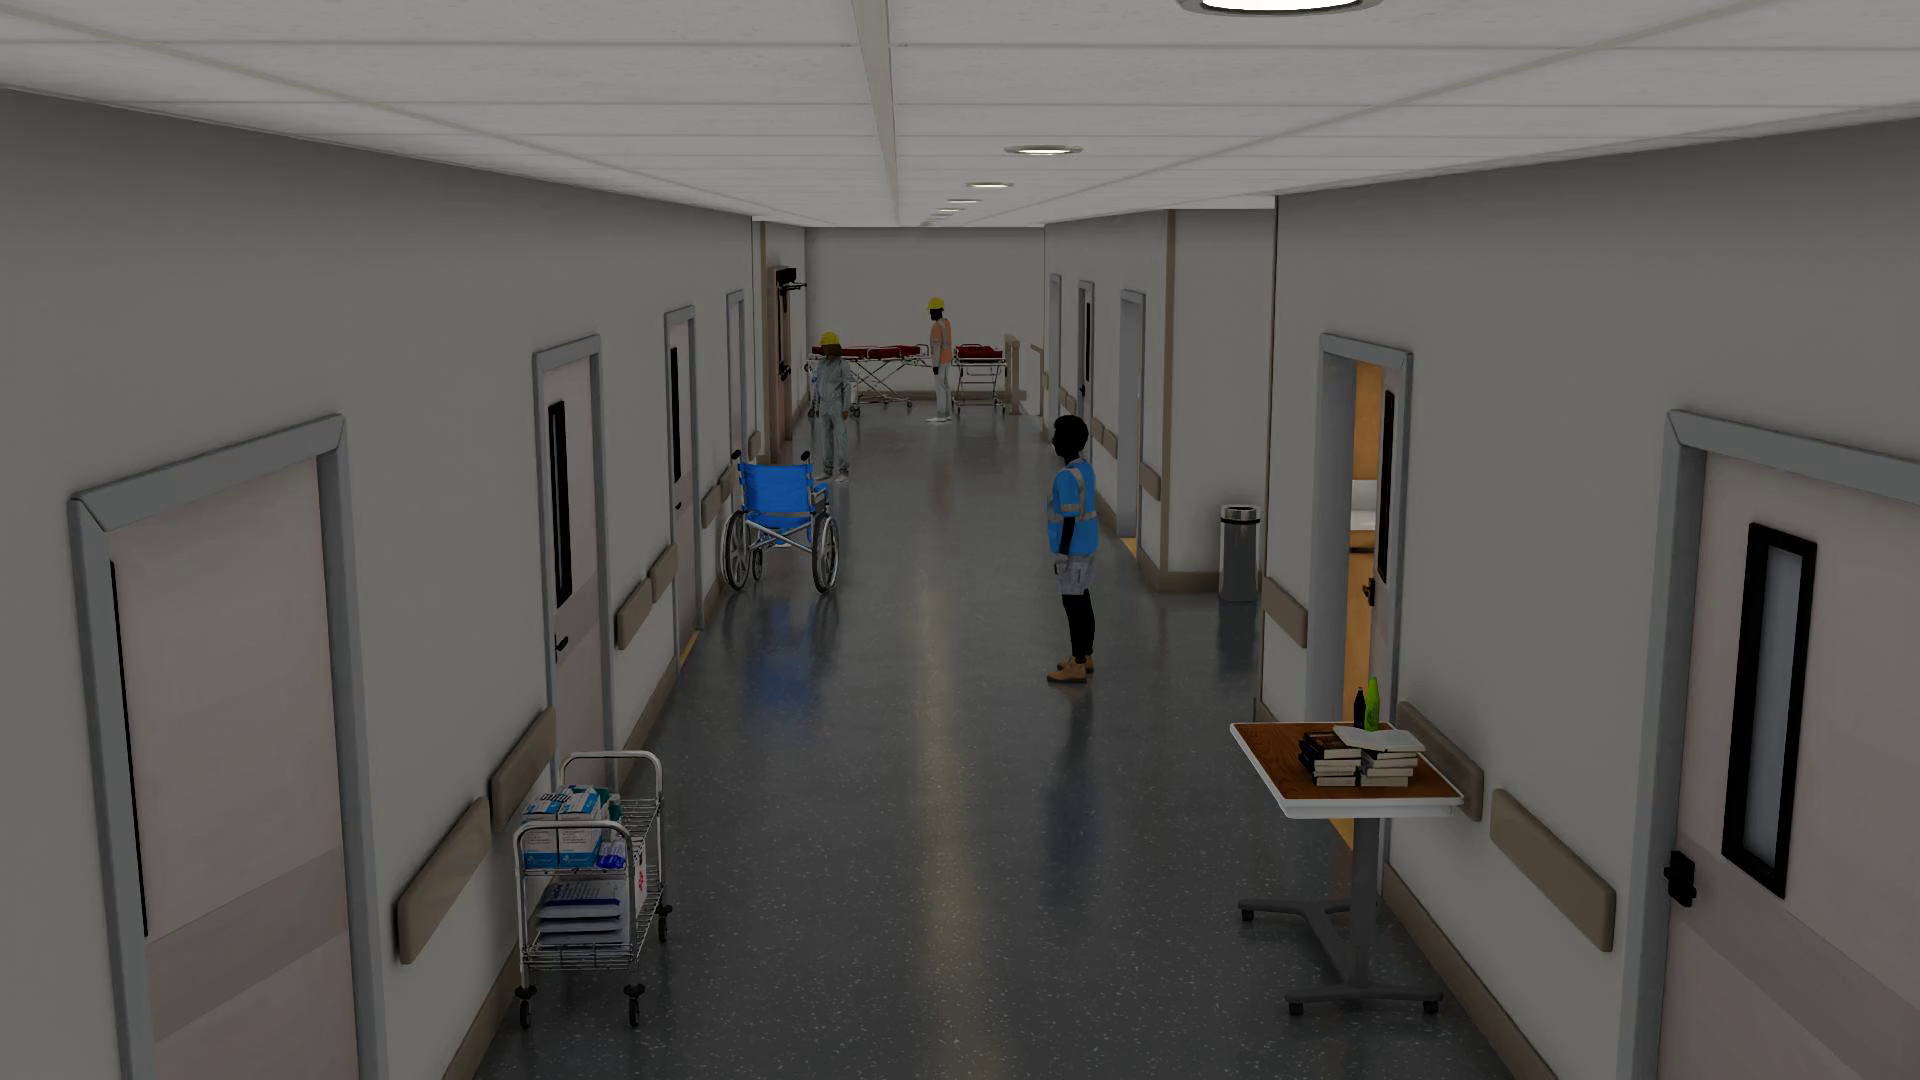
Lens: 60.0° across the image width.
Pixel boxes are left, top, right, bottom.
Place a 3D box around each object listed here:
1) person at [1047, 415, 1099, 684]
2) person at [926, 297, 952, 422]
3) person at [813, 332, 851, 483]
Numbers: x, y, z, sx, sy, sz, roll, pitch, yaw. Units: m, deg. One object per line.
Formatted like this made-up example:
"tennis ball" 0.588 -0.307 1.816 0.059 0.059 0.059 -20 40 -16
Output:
"person" 0.706 0.056 10.504 0.317 1.695 0.540 3 11 17
"person" -0.327 -2.774 25.666 0.393 1.918 0.585 3 11 14
"person" -1.485 -1.529 19.208 0.494 1.743 0.305 8 13 36
